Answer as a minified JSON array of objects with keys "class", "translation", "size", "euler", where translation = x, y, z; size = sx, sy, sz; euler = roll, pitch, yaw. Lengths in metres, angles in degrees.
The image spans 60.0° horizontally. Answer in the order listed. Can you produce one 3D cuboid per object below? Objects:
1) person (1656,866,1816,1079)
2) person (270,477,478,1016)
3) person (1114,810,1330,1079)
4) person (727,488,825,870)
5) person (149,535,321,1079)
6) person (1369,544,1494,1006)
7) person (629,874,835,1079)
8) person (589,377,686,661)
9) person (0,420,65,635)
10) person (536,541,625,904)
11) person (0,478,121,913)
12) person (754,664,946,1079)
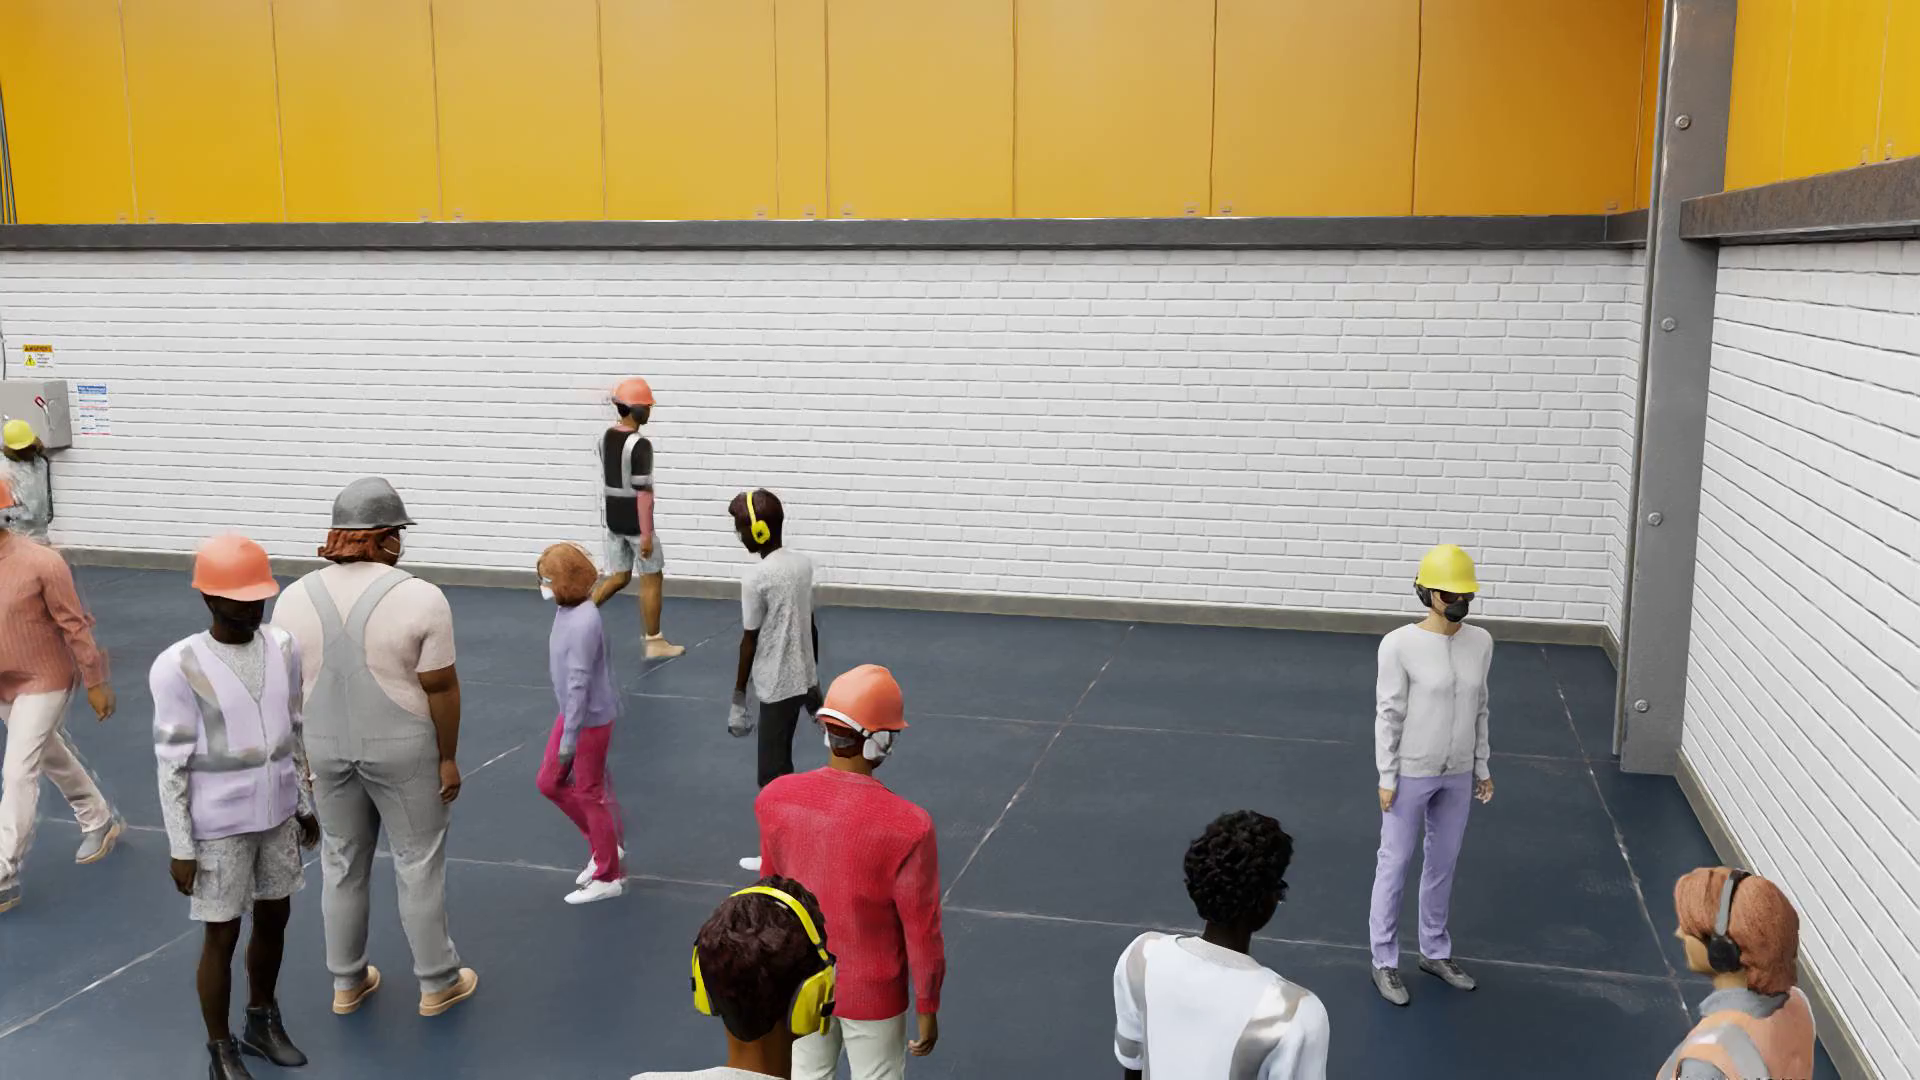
[{"class":"person","translation":[1.552,1.461,3.384],"size":[0.314,1.629,0.522],"euler":[9,13,43]},{"class":"person","translation":[-2.173,0.767,6.254],"size":[0.683,2.000,0.536],"euler":[1,10,6]},{"class":"person","translation":[0.550,1.403,3.553],"size":[0.319,1.687,0.539],"euler":[-9,13,-44]},{"class":"person","translation":[-0.720,0.678,7.385],"size":[0.680,1.839,0.539],"euler":[3,10,19]},{"class":"person","translation":[-2.457,0.939,5.657],"size":[0.540,1.943,0.566],"euler":[6,11,30]},{"class":"person","translation":[1.815,0.886,6.363],"size":[0.523,1.769,0.319],"euler":[-4,10,-22]},{"class":"person","translation":[-0.314,1.458,2.704],"size":[0.534,1.864,0.310],"euler":[3,10,18]},{"class":"person","translation":[-2.357,-0.120,11.553],"size":[0.828,2.021,0.612],"euler":[-9,13,-42]},{"class":"person","translation":[-6.694,-0.038,12.002],"size":[0.430,1.698,0.644],"euler":[1,10,4]},{"class":"person","translation":[-1.675,0.801,7.286],"size":[0.355,1.617,0.517],"euler":[-5,11,-26]},{"class":"person","translation":[-4.169,0.625,7.440],"size":[0.650,1.931,1.089],"euler":[2,10,14]},{"class":"person","translation":[-0.290,1.199,4.606],"size":[0.575,1.738,0.353],"euler":[5,11,27]}]
